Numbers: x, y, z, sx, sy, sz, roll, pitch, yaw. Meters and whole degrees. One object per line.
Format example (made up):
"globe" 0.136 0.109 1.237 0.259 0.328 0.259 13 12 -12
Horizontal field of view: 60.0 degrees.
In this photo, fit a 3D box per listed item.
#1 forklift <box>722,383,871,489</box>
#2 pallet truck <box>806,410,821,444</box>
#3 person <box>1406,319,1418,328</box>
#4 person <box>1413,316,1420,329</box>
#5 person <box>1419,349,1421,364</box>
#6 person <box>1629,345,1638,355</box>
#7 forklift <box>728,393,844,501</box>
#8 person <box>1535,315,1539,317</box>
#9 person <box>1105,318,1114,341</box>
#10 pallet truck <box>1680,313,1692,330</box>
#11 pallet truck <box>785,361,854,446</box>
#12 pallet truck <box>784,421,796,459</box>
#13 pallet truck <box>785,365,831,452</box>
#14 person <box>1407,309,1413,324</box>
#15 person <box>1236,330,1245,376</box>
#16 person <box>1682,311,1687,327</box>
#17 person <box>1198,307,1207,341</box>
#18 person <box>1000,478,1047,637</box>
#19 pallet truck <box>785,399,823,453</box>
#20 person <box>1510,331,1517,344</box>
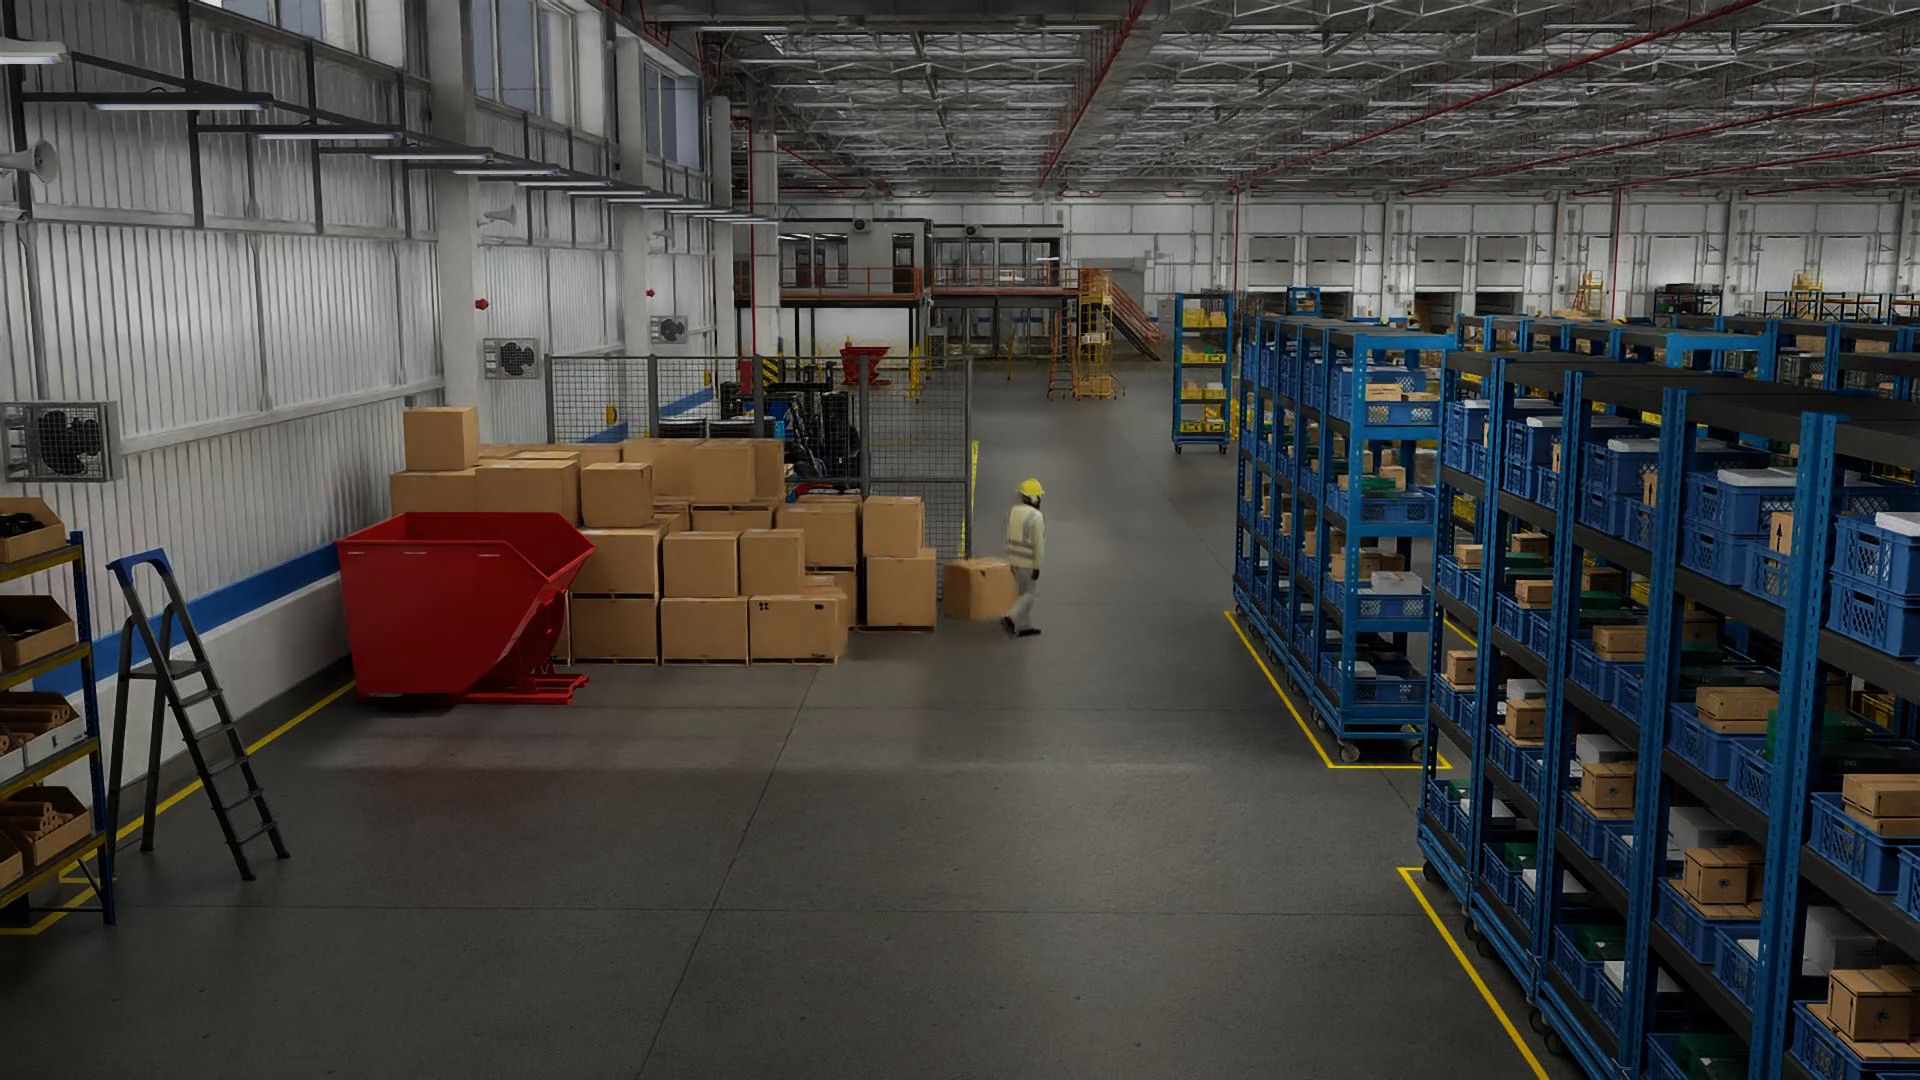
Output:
"forklift" -2.893 -1.687 28.729 2.680 1.987 1.157 0 9 -1
"pallet truck" -3.559 -2.018 33.905 1.522 1.261 0.704 0 9 -1
"person" 21.527 -9.666 79.488 0.657 1.797 0.974 8 12 42
"person" 22.195 -9.935 80.864 0.737 1.894 0.612 -6 11 -32
"person" 15.113 -5.673 55.128 0.905 1.718 0.533 7 11 36
"person" 24.283 -6.532 59.438 0.535 2.000 0.686 -6 11 -35
"forklift" -2.979 -1.316 26.476 2.680 1.987 1.157 0 9 1
"person" 28.326 -10.103 81.779 0.635 1.937 0.352 3 10 19
"person" 8.481 -12.129 94.294 0.543 1.934 0.362 4 10 24
"pallet truck" 36.315 -10.531 84.244 0.823 1.965 1.885 -6 11 -33
"pallet truck" -3.410 -3.193 38.978 1.885 1.965 0.823 0 9 -1
"pallet truck" -4.013 -1.793 32.705 1.601 1.201 0.680 0 9 1
"pallet truck" -3.774 -2.976 37.635 1.885 1.965 0.823 1 9 5
"person" 25.638 -12.205 94.821 0.397 1.919 0.585 5 11 30
"person" 10.674 -7.071 63.331 0.385 1.870 0.579 2 10 15
"person" 37.881 -10.988 87.070 0.375 1.995 0.609 3 10 20
"person" 14.187 -12.636 97.293 0.479 1.960 0.666 6 11 33
"person" 0.694 0.221 18.468 0.566 1.816 0.598 -6 11 -34
"pallet truck" -3.814 -2.432 36.419 1.630 1.274 0.653 0 9 1
"person" 25.320 -9.111 76.097 0.965 1.793 0.643 -2 9 -13
